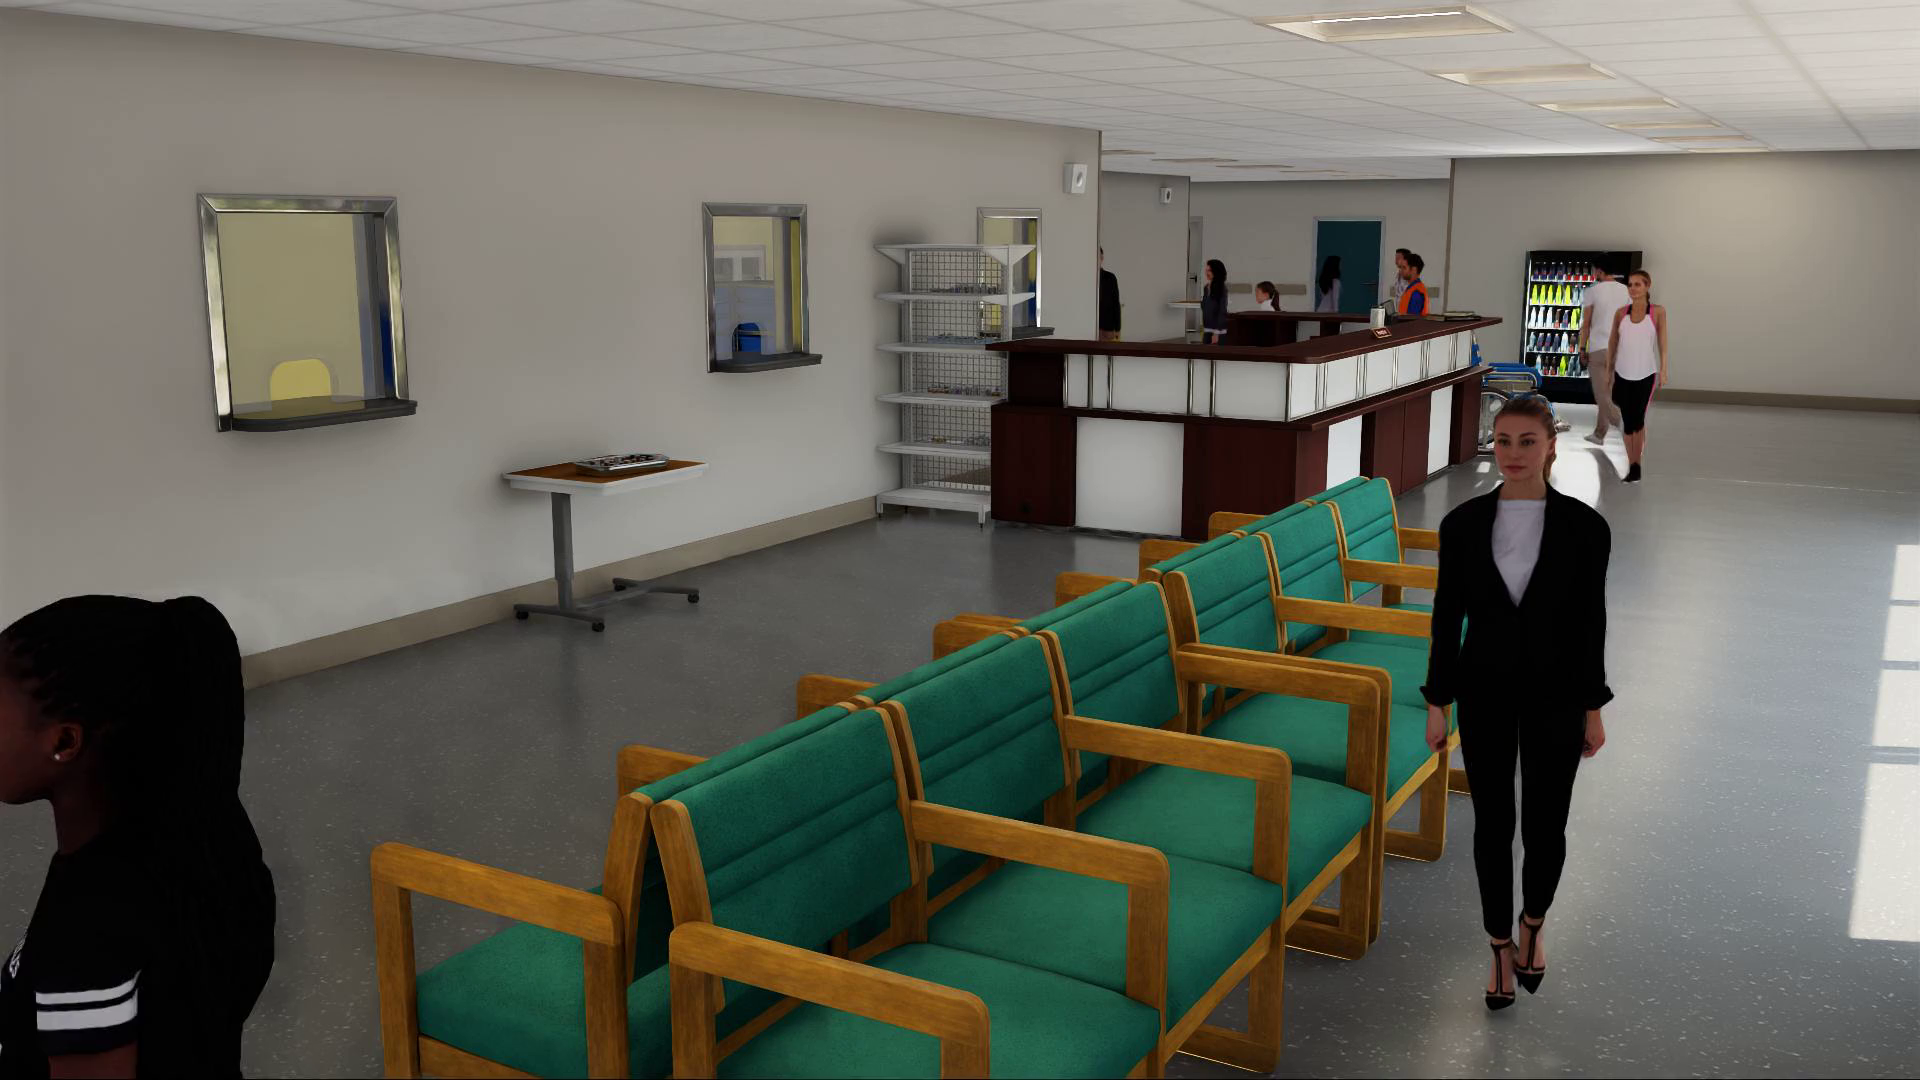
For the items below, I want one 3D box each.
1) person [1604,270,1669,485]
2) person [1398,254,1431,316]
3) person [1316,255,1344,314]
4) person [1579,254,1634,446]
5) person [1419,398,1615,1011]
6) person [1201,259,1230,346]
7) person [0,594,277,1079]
[{"bbox_3d":[5.655,-1.340,13.833,0.621,1.771,0.744,9,14,41],"label":"person"},{"bbox_3d":[4.728,-1.964,16.975,1.336,1.824,1.009,1,11,7],"label":"person"},{"bbox_3d":[5.000,-3.036,22.929,0.986,1.711,0.999,-7,13,-32],"label":"person"},{"bbox_3d":[6.212,-1.775,15.906,1.196,1.852,1.180,0,11,-2],"label":"person"},{"bbox_3d":[1.553,0.454,4.587,0.516,1.692,0.709,5,12,26],"label":"person"},{"bbox_3d":[3.070,-2.371,19.398,1.028,1.721,1.158,-7,13,-34],"label":"person"},{"bbox_3d":[-0.947,0.908,2.114,0.925,1.722,0.862,-2,11,-13],"label":"person"}]
